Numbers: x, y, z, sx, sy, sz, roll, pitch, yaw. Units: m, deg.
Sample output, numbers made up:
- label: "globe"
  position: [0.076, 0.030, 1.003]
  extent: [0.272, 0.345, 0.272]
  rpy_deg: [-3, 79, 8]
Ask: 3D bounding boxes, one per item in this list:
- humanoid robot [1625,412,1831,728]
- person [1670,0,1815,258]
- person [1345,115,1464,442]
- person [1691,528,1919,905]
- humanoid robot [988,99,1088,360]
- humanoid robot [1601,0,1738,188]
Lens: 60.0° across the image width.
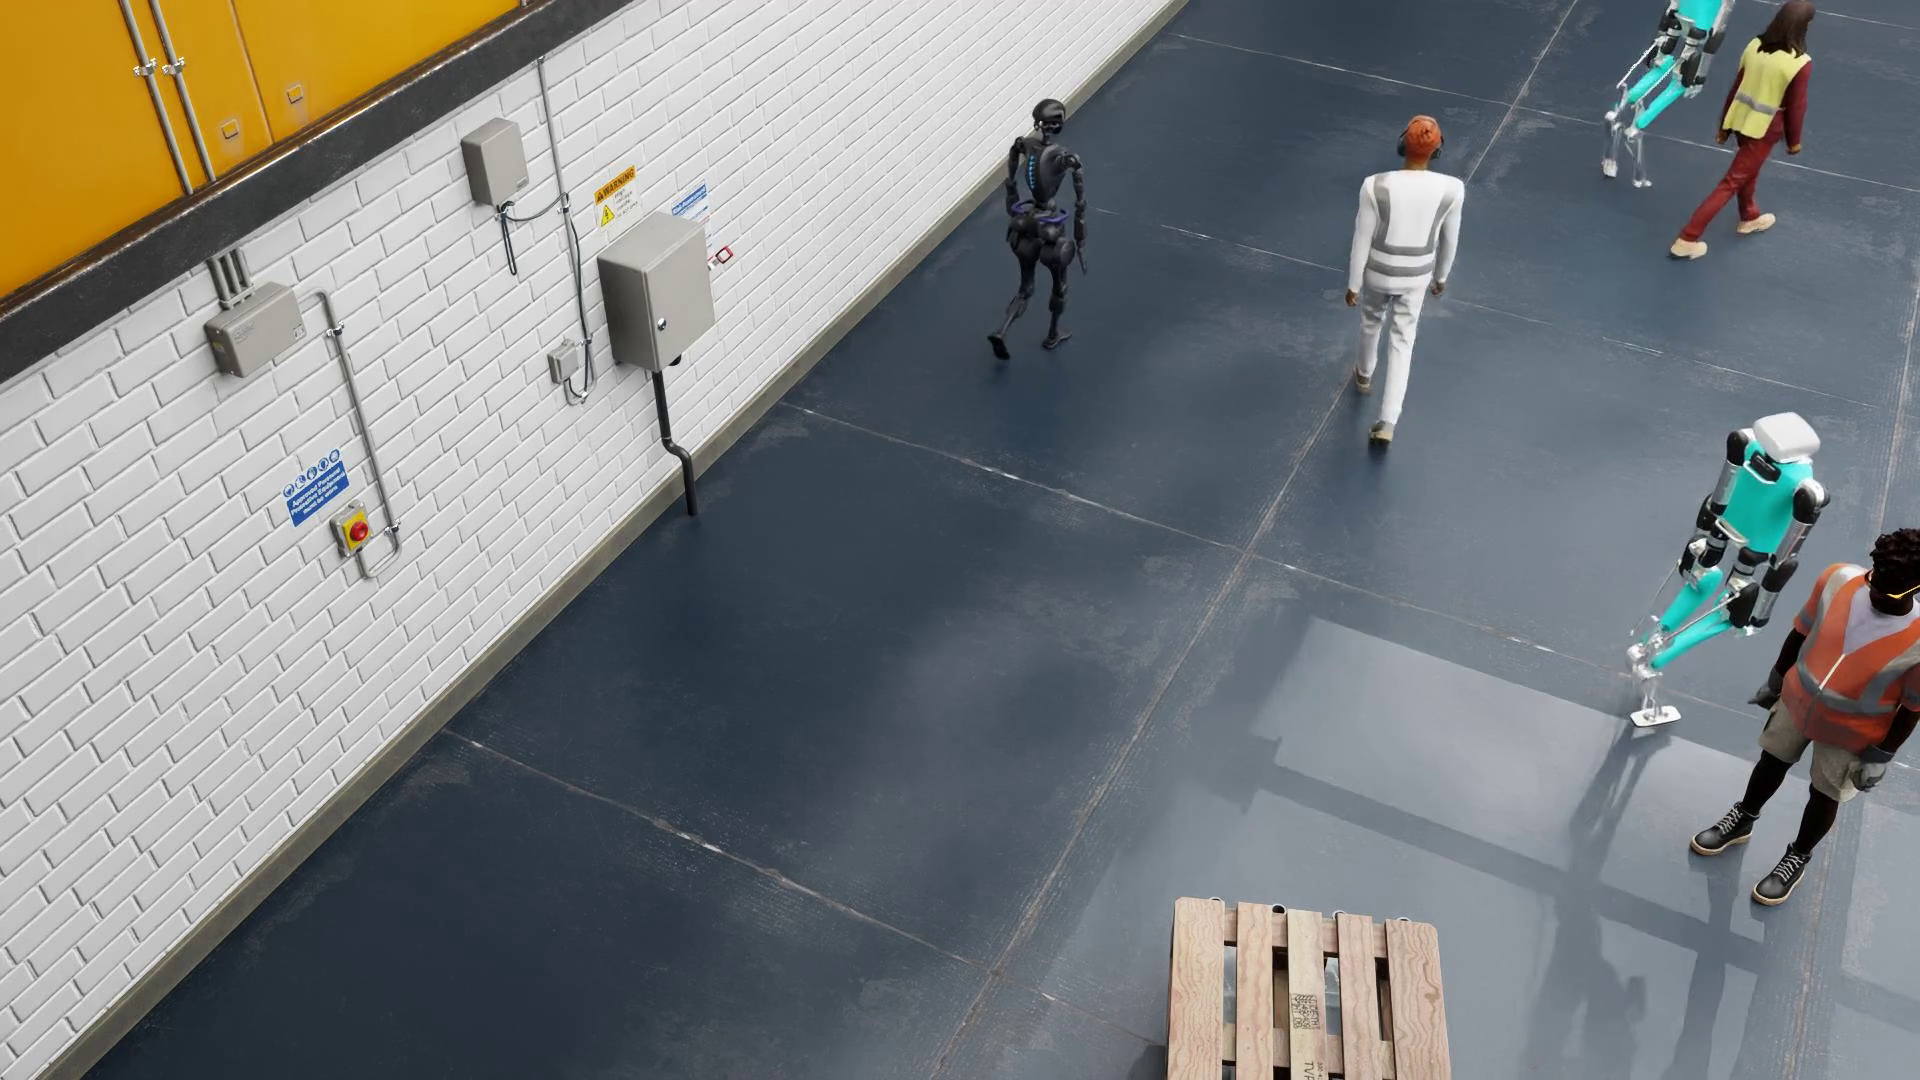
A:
- label: "humanoid robot"
  position: [3.260, 0.269, 7.445]
  extent: [0.704, 1.850, 0.533]
  rpy_deg: [-13, 42, -14]
- label: "person"
  position: [5.185, -2.669, 10.827]
  extent: [0.948, 1.722, 0.472]
  rpy_deg: [-13, 42, -14]
- label: "person"
  position: [2.462, -1.453, 9.323]
  extent: [0.585, 1.842, 0.945]
  rpy_deg: [6, 41, 6]
- label: "person"
  position: [3.514, 0.708, 6.725]
  extent: [0.375, 1.959, 0.602]
  rpy_deg: [-21, 45, -23]
- label: "humanoid robot"
  position: [0.457, -1.799, 9.858]
  extent: [0.610, 1.626, 0.632]
  rpy_deg: [27, 47, 27]
- label: "humanoid robot"
  position: [4.797, -3.255, 11.498]
  extent: [0.884, 1.741, 0.570]
  rpy_deg: [-15, 43, -17]
